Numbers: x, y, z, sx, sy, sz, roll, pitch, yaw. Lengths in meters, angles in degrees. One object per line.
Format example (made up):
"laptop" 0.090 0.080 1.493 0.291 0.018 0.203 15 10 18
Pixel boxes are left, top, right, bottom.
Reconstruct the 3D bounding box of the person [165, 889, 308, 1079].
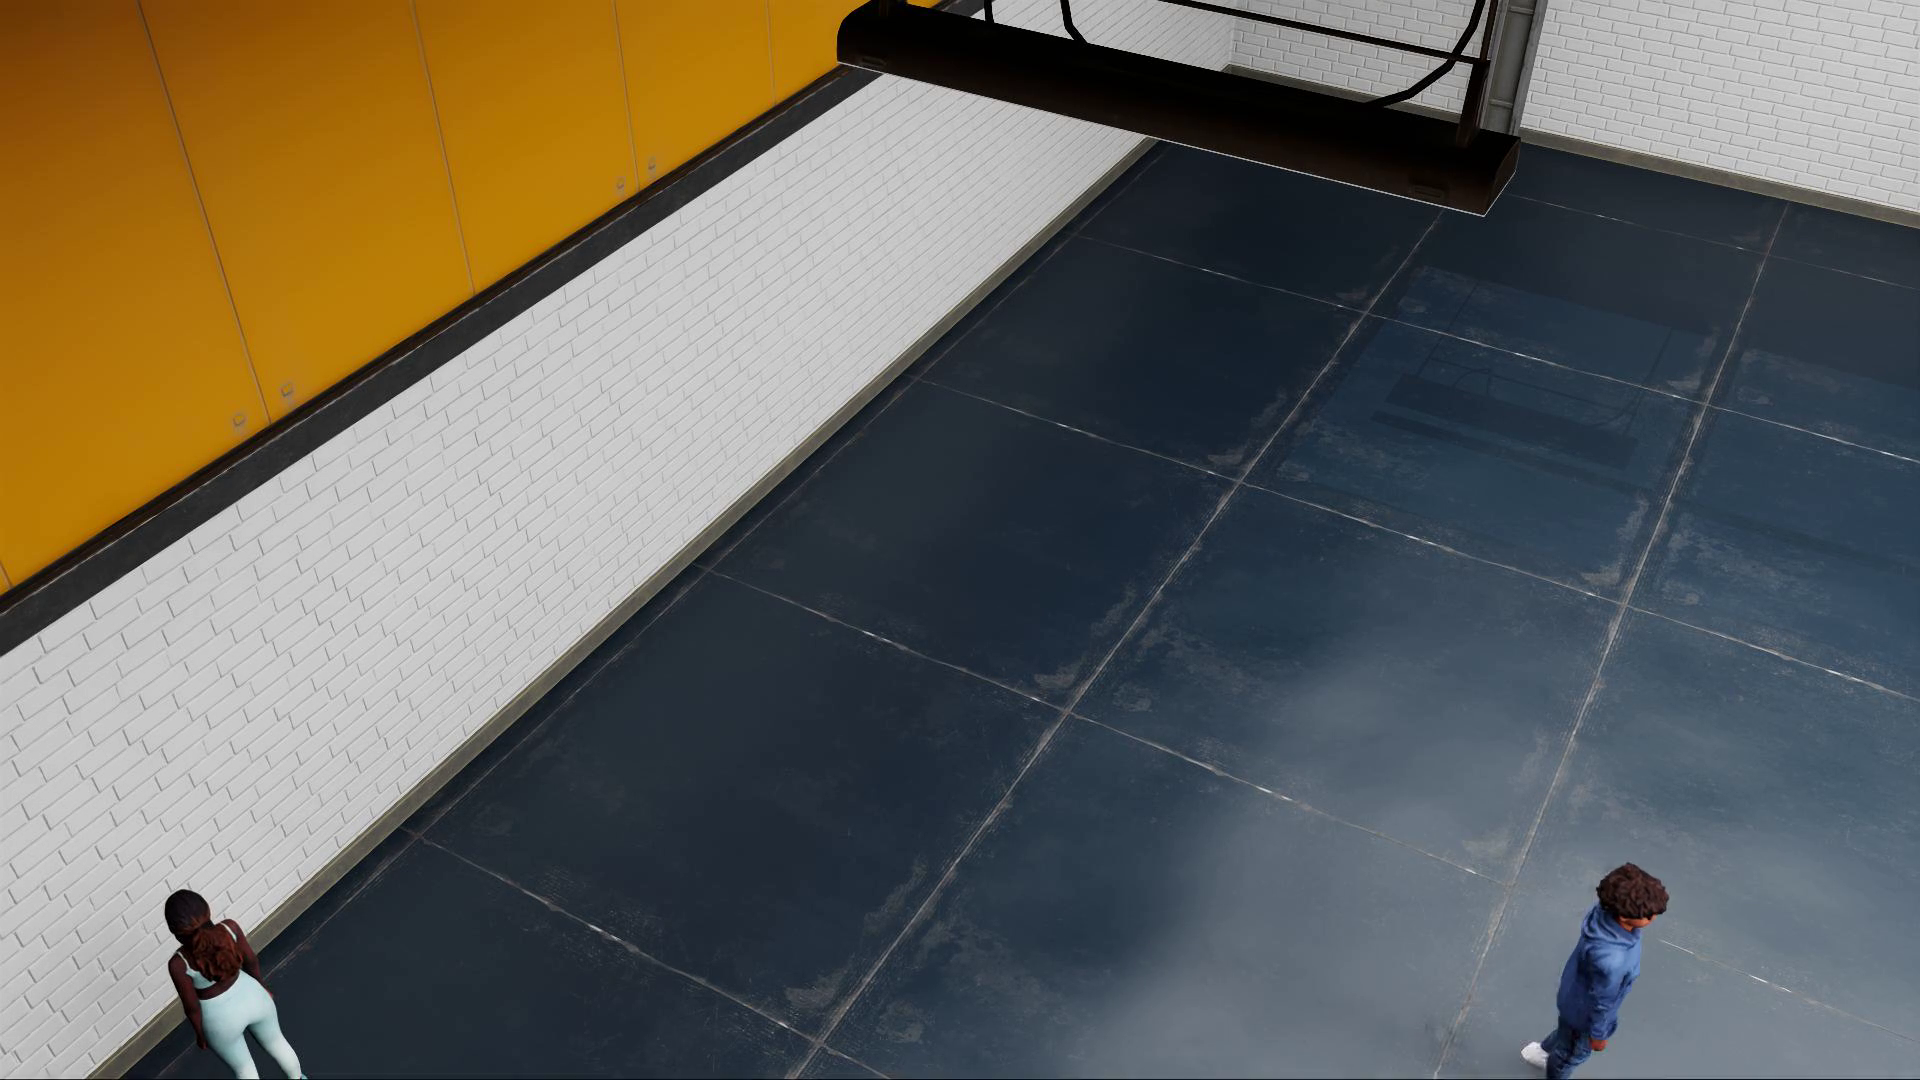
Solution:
"person" -3.631 2.361 8.310 0.566 1.724 0.592 26 45 29

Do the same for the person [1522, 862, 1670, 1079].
"person" 3.120 2.252 8.385 0.652 1.801 0.700 16 41 19
